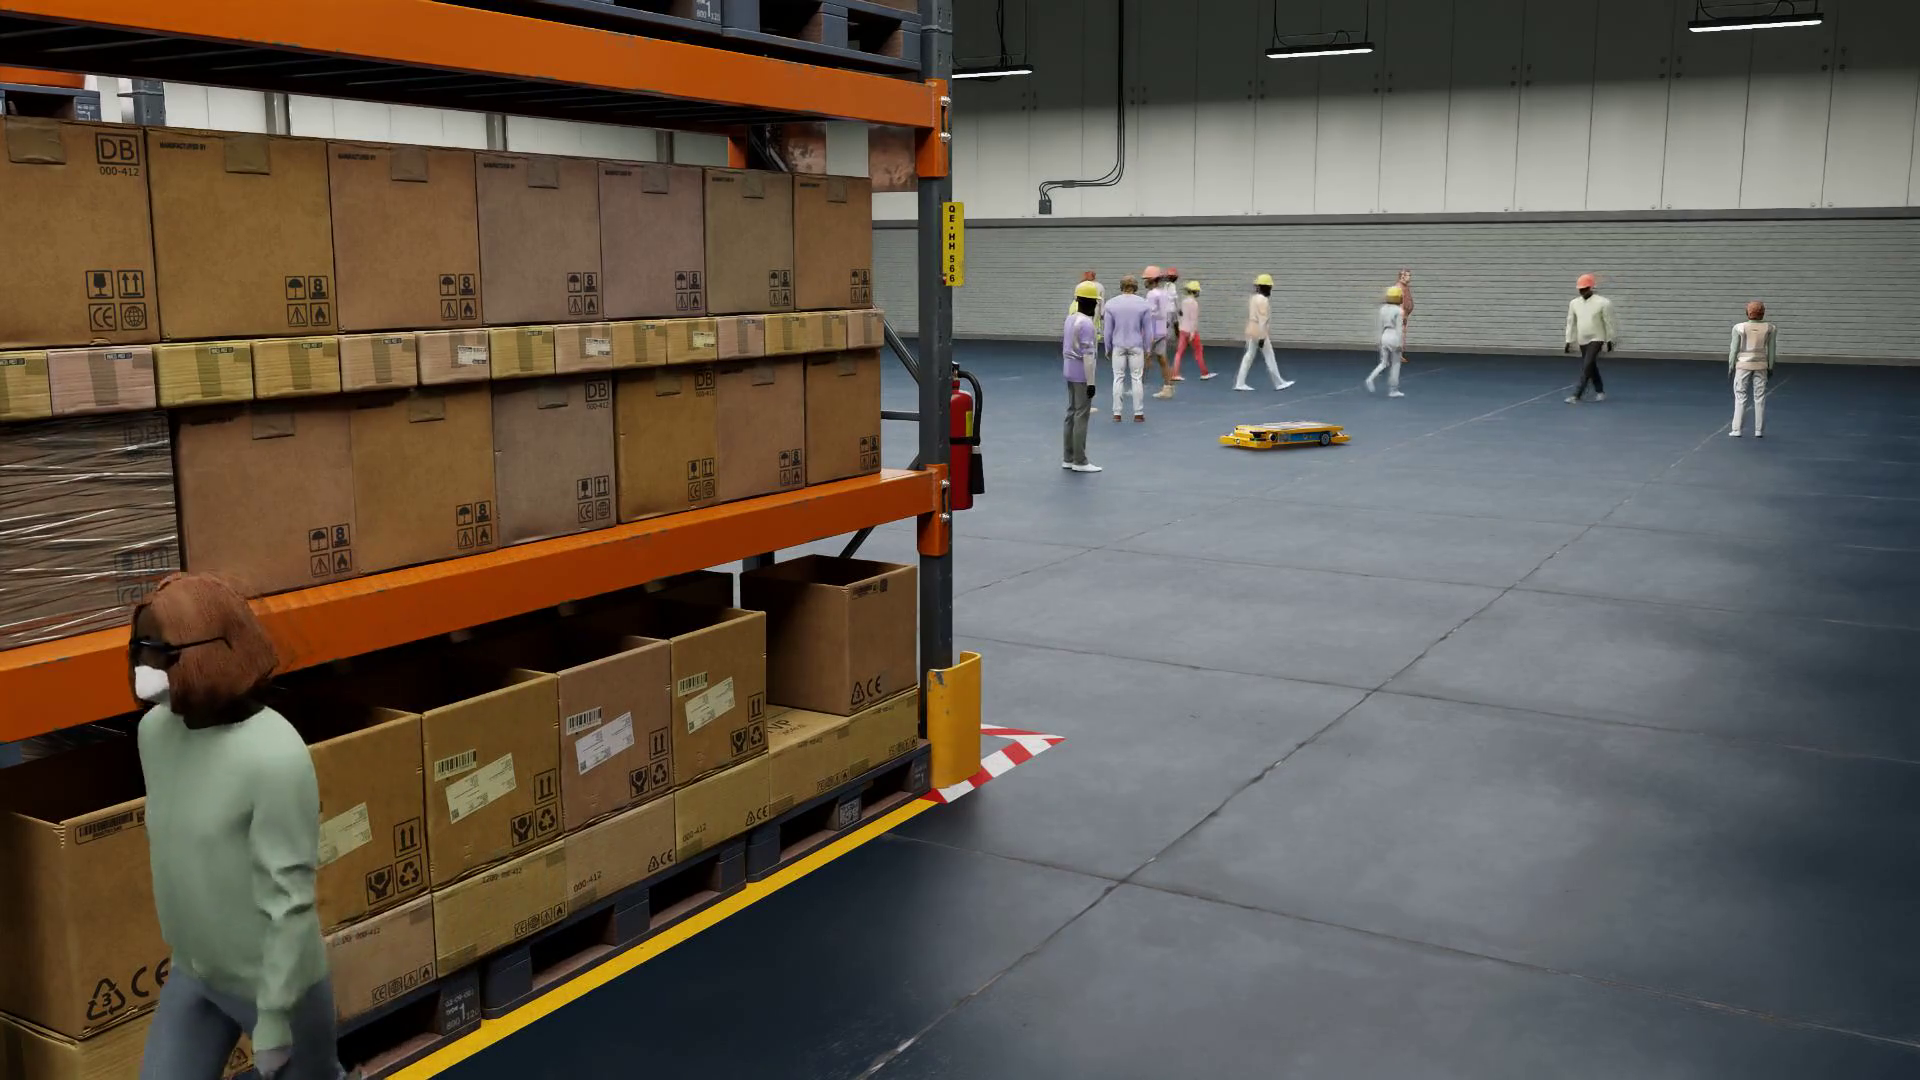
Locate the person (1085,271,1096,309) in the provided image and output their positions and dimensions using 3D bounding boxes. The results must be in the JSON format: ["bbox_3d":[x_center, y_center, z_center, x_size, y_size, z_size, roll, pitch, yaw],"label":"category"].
[{"bbox_3d":[2.627,-4.835,35.675,0.684,1.863,0.590,-4,10,-22],"label":"person"}]

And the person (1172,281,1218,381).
[{"bbox_3d":[4.094,-3.640,29.048,0.871,1.724,0.536,-4,10,-22],"label":"person"}]

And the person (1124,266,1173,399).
[{"bbox_3d":[2.877,-3.160,25.431,0.893,2.005,0.636,5,11,25],"label":"person"}]

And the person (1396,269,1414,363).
[{"bbox_3d":[9.093,-4.598,34.146,0.407,1.910,0.639,2,10,14],"label":"person"}]

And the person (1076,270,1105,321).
[{"bbox_3d":[2.861,-5.016,36.731,0.665,1.853,0.987,0,10,0],"label":"person"}]

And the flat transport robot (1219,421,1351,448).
[{"bbox_3d":[3.754,-1.222,19.165,1.431,0.197,0.652,-6,11,-31],"label":"flat transport robot"}]

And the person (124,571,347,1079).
[{"bbox_3d":[-1.423,0.857,3.109,0.523,1.585,0.825,6,11,30],"label":"person"}]

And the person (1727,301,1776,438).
[{"bbox_3d":[9.507,-2.045,19.985,0.524,1.639,0.308,2,10,10],"label":"person"}]

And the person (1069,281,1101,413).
[{"bbox_3d":[1.745,-2.689,23.196,0.428,1.836,0.627,-2,10,-14],"label":"person"}]

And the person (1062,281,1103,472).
[{"bbox_3d":[1.247,-1.652,16.848,0.386,1.922,0.594,-3,10,-17],"label":"person"}]

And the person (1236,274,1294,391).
[{"bbox_3d":[4.900,-3.328,26.799,0.974,1.870,0.609,-2,10,-10],"label":"person"}]

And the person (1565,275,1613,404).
[{"bbox_3d":[9.387,-2.989,24.768,1.096,1.912,0.624,-8,12,-39],"label":"person"}]

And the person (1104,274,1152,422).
[{"bbox_3d":[2.203,-2.509,21.830,0.633,1.936,0.355,2,10,10],"label":"person"}]

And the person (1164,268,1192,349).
[{"bbox_3d":[4.996,-5.386,38.826,0.947,1.889,0.556,0,10,-2],"label":"person"}]

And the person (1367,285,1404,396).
[{"bbox_3d":[6.639,-3.073,25.746,0.572,1.725,0.496,-5,11,-29],"label":"person"}]
